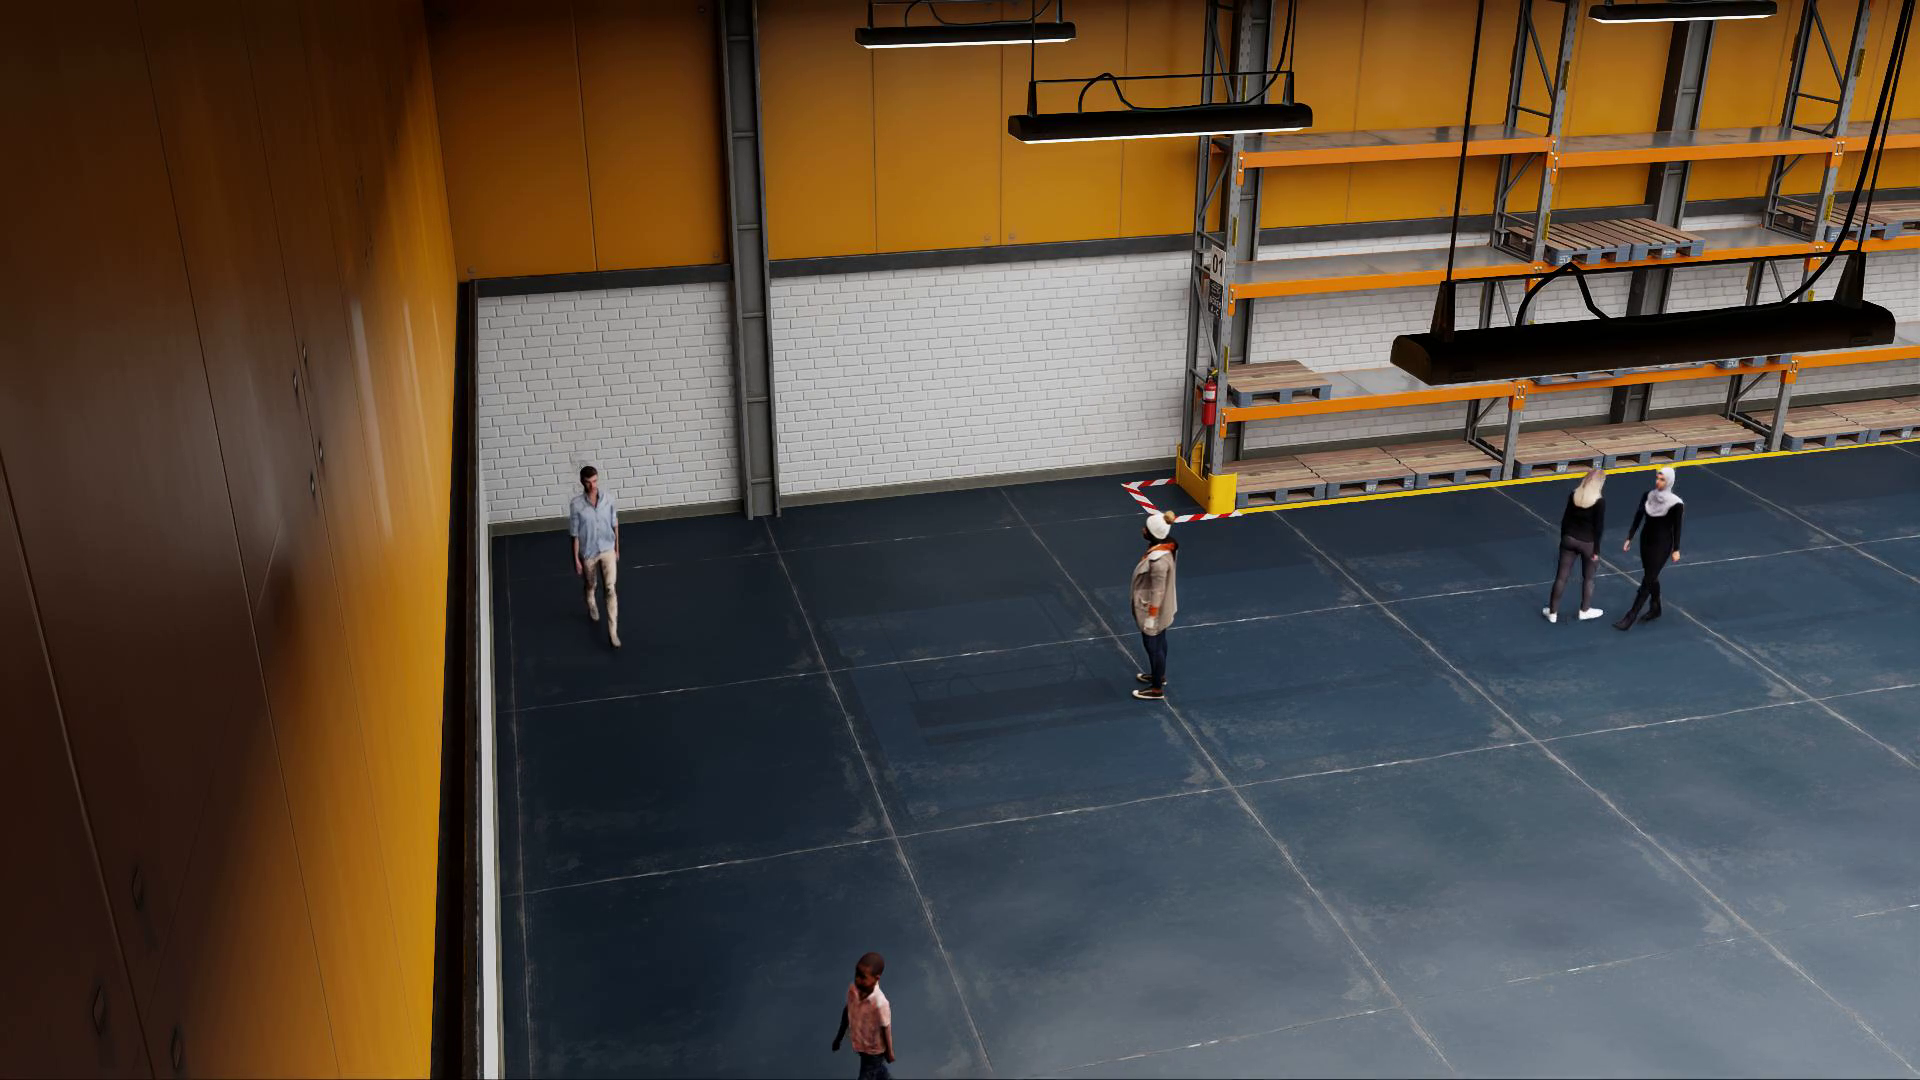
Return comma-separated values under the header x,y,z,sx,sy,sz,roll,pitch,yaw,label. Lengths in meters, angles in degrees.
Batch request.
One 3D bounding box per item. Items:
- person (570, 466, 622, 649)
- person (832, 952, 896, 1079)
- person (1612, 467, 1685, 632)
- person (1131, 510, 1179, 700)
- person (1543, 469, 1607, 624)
x,y,z,sx,sy,sz,roll,pitch,yaw,label
-3.703,0.101,16.862,1.194,1.813,0.826,-9,25,-20,person
-0.522,3.150,10.551,0.911,1.280,0.703,-17,29,-33,person
7.164,0.076,17.011,1.150,1.740,0.822,-13,27,-27,person
1.865,0.582,15.665,0.825,1.890,0.804,5,24,12,person
6.335,0.075,17.106,0.819,1.665,0.907,21,31,39,person
